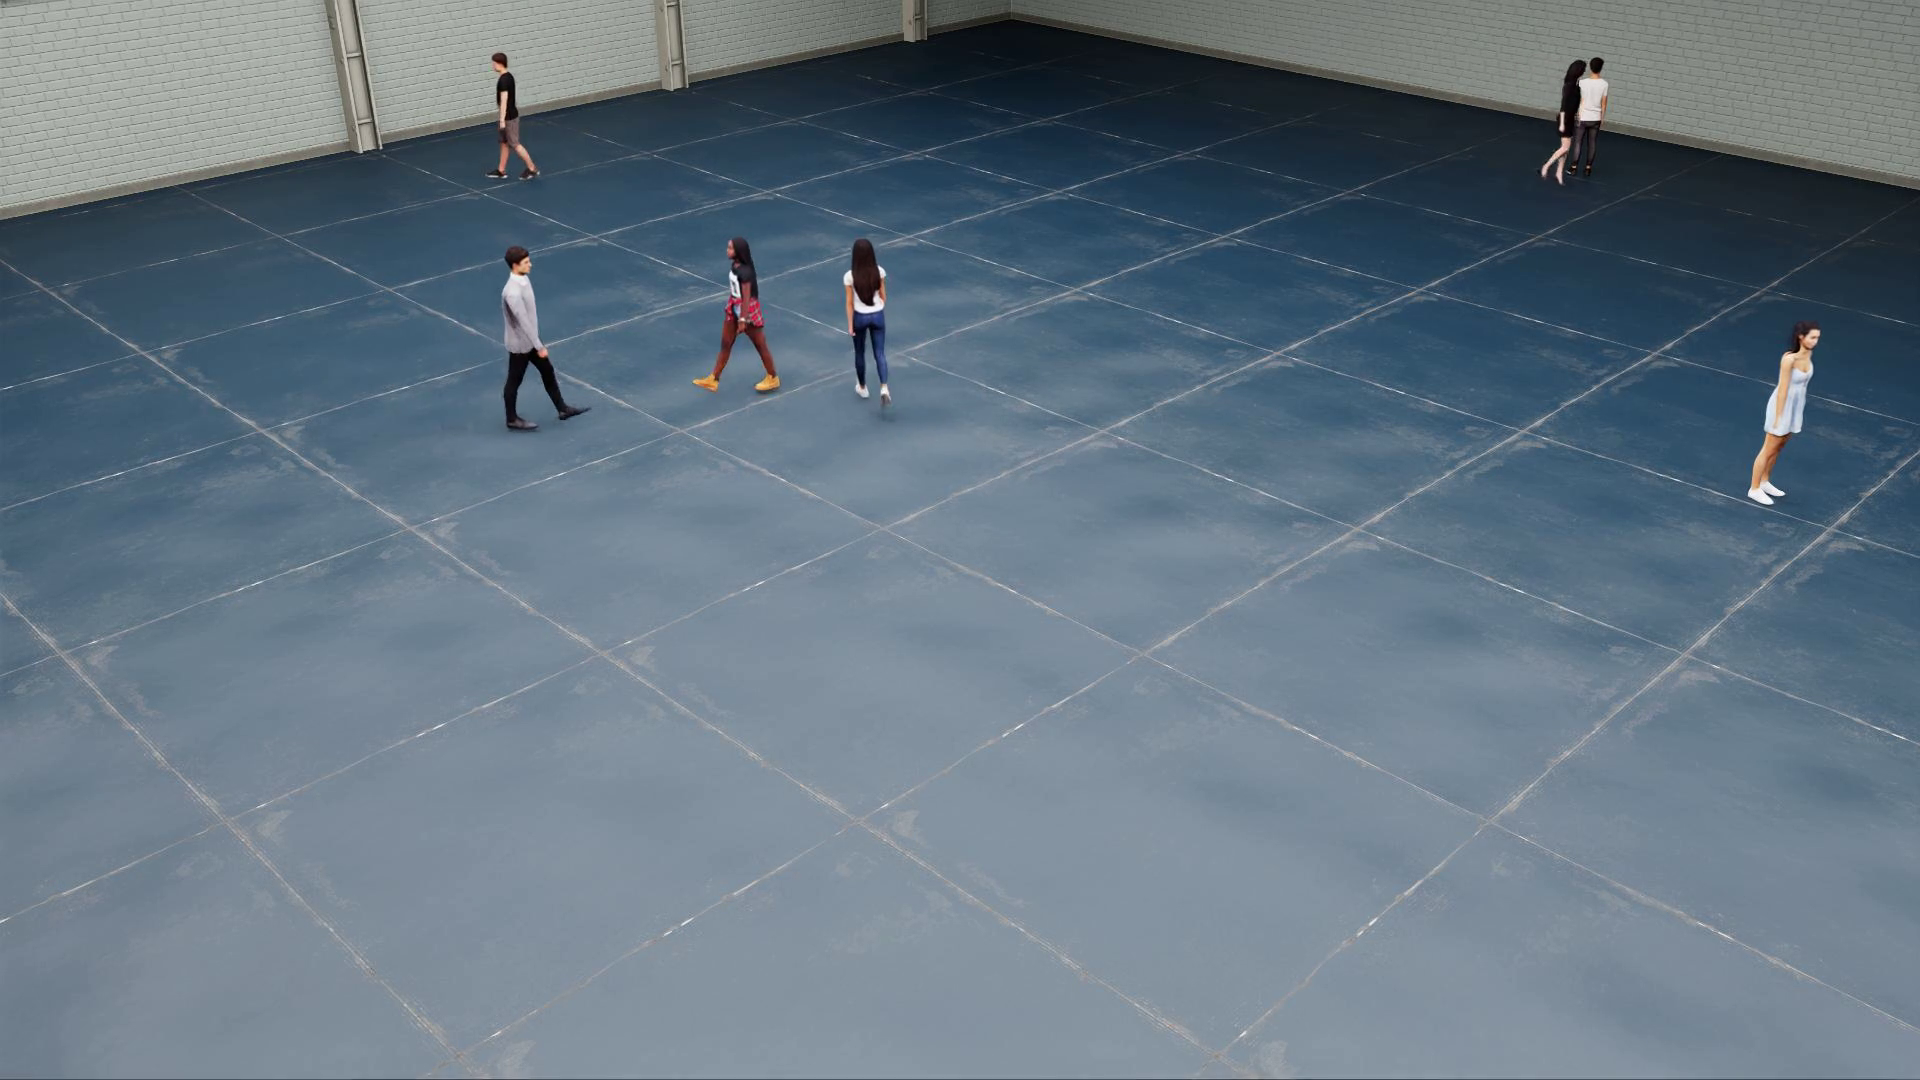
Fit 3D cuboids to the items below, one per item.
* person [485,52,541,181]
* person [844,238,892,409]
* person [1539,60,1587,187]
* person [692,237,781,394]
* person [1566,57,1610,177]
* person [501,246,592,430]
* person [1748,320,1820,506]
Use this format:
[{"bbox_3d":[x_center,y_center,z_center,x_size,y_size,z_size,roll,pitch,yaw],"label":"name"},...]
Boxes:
[{"bbox_3d":[-6.545,-6.191,24.372,1.168,1.838,1.048,-5,28,-8],"label":"person"},{"bbox_3d":[-0.903,-2.183,16.938,1.070,1.751,0.987,-8,29,-15],"label":"person"},{"bbox_3d":[8.748,-6.057,24.170,0.596,1.791,0.705,-24,36,-37],"label":"person"},{"bbox_3d":[-2.139,-2.303,17.234,1.215,1.685,0.858,-14,31,-24],"label":"person"},{"bbox_3d":[9.319,-6.279,24.666,0.705,1.717,0.729,4,28,8],"label":"person"},{"bbox_3d":[-4.399,-1.954,16.357,1.198,1.892,1.143,0,28,-1],"label":"person"},{"bbox_3d":[7.474,-1.182,15.080,0.473,1.731,0.651,-23,35,-36],"label":"person"}]
